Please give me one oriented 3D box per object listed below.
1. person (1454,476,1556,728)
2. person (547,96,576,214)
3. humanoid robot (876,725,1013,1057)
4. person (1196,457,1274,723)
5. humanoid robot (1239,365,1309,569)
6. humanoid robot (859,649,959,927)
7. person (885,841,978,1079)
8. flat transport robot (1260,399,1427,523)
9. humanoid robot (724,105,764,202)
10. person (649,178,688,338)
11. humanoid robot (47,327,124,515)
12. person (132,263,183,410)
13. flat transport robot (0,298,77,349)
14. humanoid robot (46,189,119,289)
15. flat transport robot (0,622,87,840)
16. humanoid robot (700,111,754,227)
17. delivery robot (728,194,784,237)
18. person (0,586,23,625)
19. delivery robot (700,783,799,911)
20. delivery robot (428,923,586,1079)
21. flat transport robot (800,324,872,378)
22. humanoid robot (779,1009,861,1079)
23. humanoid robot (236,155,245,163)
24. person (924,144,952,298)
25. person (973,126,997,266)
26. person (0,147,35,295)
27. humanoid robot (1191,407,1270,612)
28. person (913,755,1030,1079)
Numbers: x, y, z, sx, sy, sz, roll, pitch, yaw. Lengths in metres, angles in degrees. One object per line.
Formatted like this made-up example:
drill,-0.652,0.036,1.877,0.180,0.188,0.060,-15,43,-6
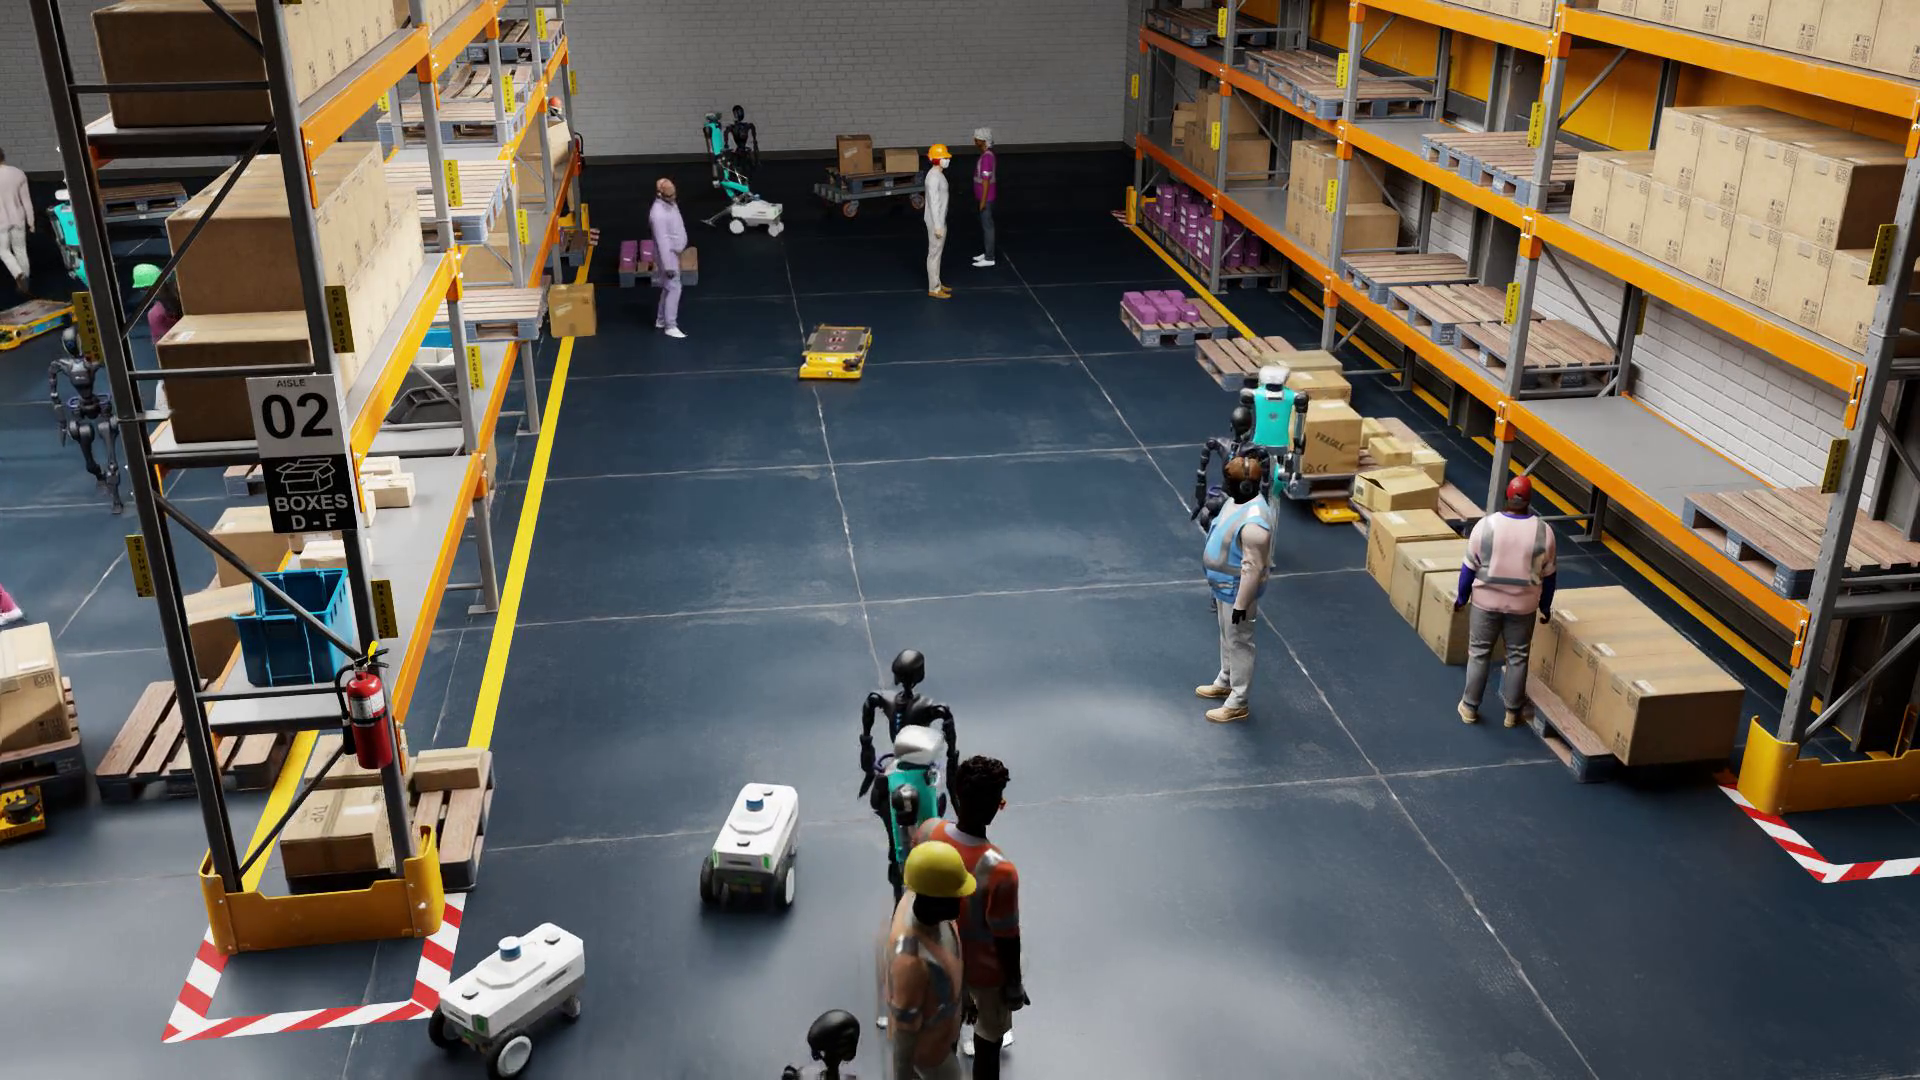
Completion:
person,3.566,0.403,10.913,0.606,1.753,0.418,6,24,14
person,-5.999,-5.751,24.932,0.562,1.751,0.329,1,24,3
humanoid robot,0.031,1.715,7.971,0.897,1.785,0.552,2,24,3
person,1.814,0.318,10.999,0.429,1.844,0.626,-1,24,-2
humanoid robot,2.447,-0.585,13.212,0.537,1.789,0.733,4,24,8
humanoid robot,-0.287,1.321,8.913,0.603,1.657,0.343,8,25,19
person,-0.166,2.049,6.998,0.913,1.890,0.585,2,24,4
flat transport robot,3.326,-0.511,14.841,0.659,0.231,1.431,-3,24,-7
humanoid robot,-3.231,-5.639,24.815,0.603,1.672,0.547,-15,28,-31
person,-3.349,-3.261,19.139,0.468,1.860,0.815,0,24,-1
humanoid robot,-7.497,-1.079,14.414,0.596,1.638,0.670,-9,25,-20
person,-7.198,-1.596,15.253,0.462,1.923,0.567,1,24,3
flat transport robot,-10.935,-2.527,19.435,0.659,0.231,1.431,4,24,10
humanoid robot,-9.978,-3.180,19.175,0.532,1.846,0.782,-1,24,-3
flat transport robot,-6.096,1.475,10.318,0.659,0.231,1.431,-13,27,-27
humanoid robot,-3.289,-5.249,23.809,1.006,1.738,0.540,4,24,9
delivery robot,-2.949,-4.670,23.983,0.814,0.612,0.499,4,24,10
person,-7.376,-0.042,12.100,0.718,1.600,0.514,-10,26,-21
delivery robot,-1.155,1.723,9.421,0.499,0.614,0.815,3,24,8
delivery robot,-2.216,2.245,8.209,0.508,0.595,0.766,16,28,32
flat transport robot,-1.365,-2.093,18.447,0.659,0.231,1.431,1,24,2
humanoid robot,-0.467,2.526,6.248,0.613,1.622,0.794,13,27,28
humanoid robot,-9.633,-4.719,22.692,0.344,1.651,0.616,-17,29,-34
person,-0.274,-3.978,20.722,0.354,1.896,0.559,1,24,3
person,0.332,-4.582,22.160,0.324,1.843,0.510,0,24,-1
person,-11.778,-3.939,20.598,0.635,1.919,0.608,-21,31,-39
humanoid robot,2.005,-0.222,12.440,0.590,1.650,0.370,9,25,19
person,0.065,1.837,7.393,0.374,1.958,0.603,-21,31,-39
